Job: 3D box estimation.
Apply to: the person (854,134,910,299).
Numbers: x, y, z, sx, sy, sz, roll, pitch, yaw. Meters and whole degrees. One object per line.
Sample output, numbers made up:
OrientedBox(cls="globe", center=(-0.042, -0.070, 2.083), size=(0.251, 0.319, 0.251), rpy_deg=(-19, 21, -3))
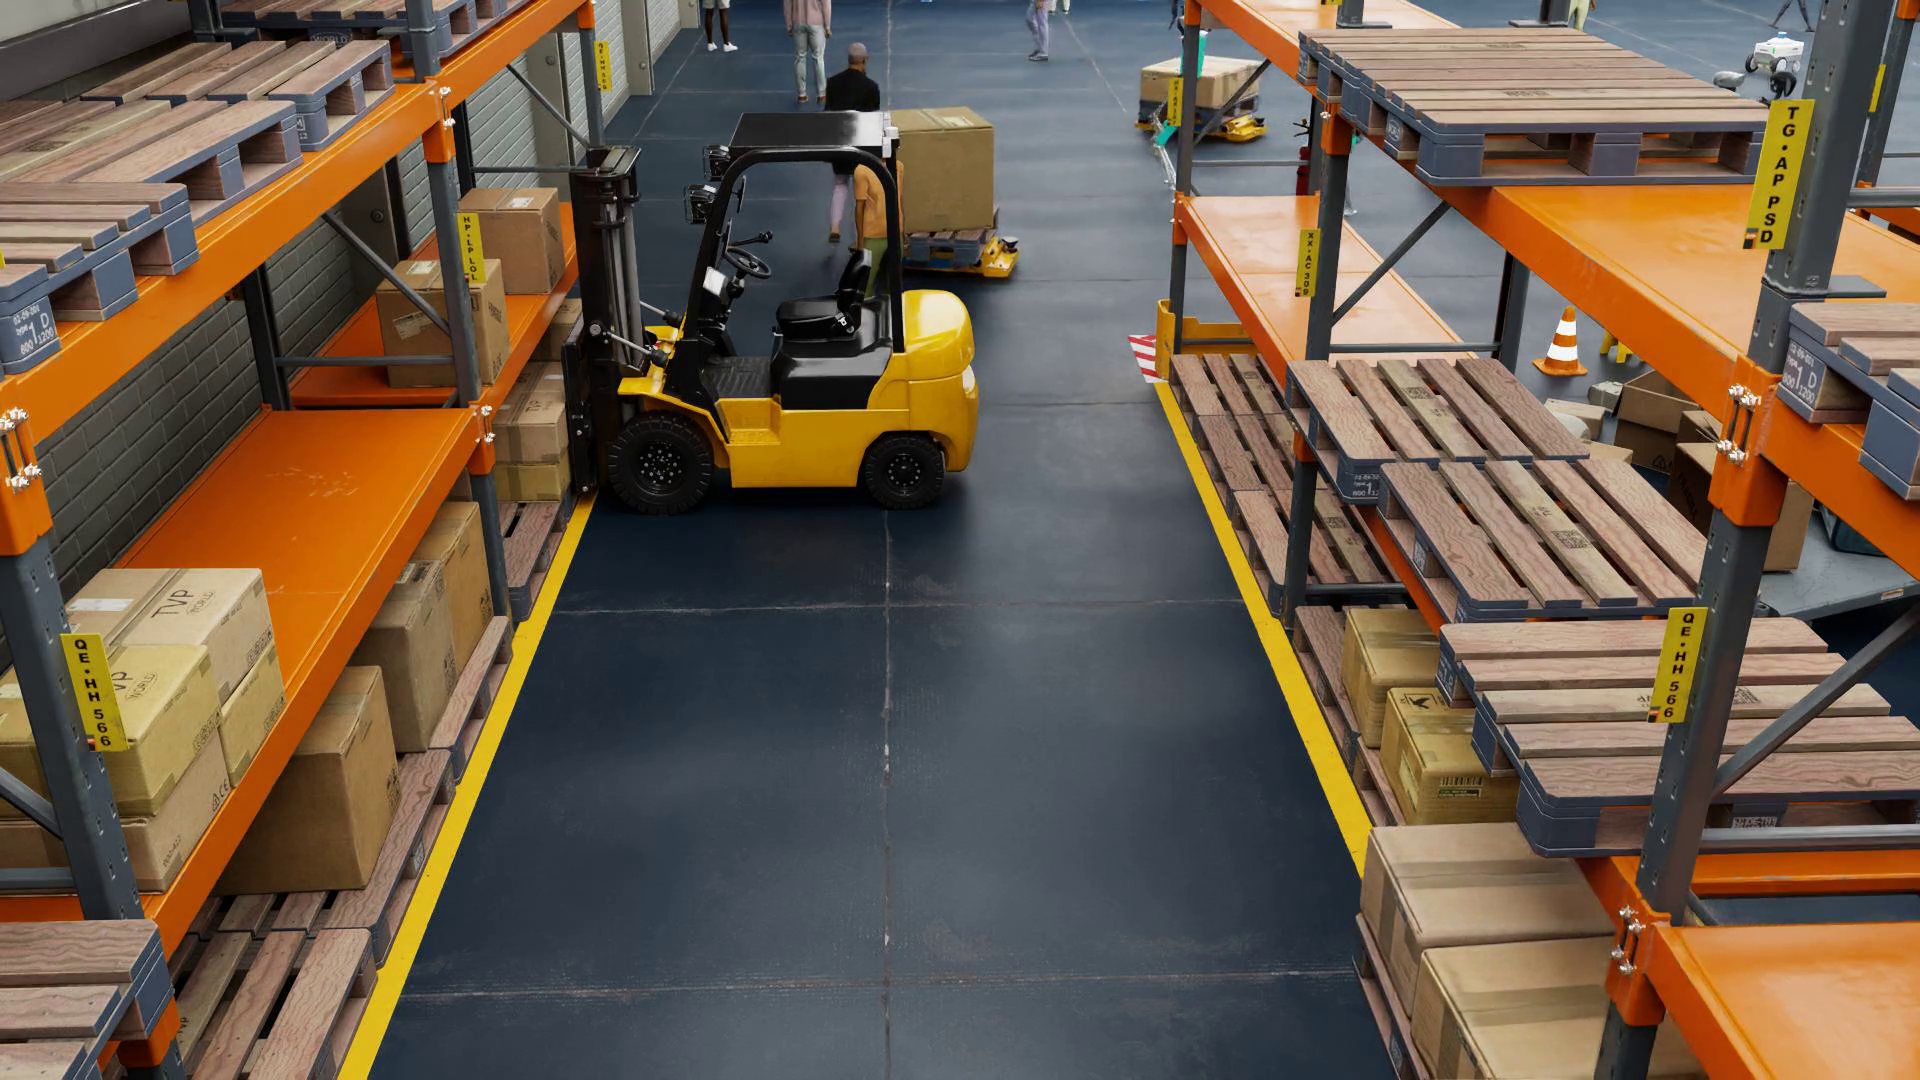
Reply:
OrientedBox(cls="person", center=(-0.576, -2.254, 12.380), size=(0.440, 1.719, 0.344), rpy_deg=(-17, 30, -32))

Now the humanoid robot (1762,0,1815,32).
OrientedBox(cls="humanoid robot", center=(13.598, -9.084, 26.961), size=(0.817, 1.621, 0.604), rpy_deg=(13, 28, 26))

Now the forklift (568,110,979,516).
OrientedBox(cls="forklift", center=(-1.043, -1.379, 9.976), size=(2.313, 2.155, 1.214), rpy_deg=(-1, 25, -2))

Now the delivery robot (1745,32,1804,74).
OrientedBox(cls="delivery robot", center=(11.541, -6.850, 23.497), size=(0.811, 0.614, 0.499), rpy_deg=(-14, 29, -28))

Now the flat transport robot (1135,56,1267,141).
OrientedBox(cls="flat transport robot", center=(2.867, -4.973, 19.835), size=(1.431, 0.231, 0.659), rpy_deg=(16, 29, 30))

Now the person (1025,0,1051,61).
OrientedBox(cls="person", center=(1.169, -7.918, 24.234), size=(0.496, 1.831, 0.604), rpy_deg=(-2, 25, -4))

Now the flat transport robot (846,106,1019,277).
OrientedBox(cls="flat transport robot", center=(-0.234, -2.519, 14.638), size=(1.431, 0.231, 0.659), rpy_deg=(4, 26, 9))

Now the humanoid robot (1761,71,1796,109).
OrientedBox(cls="humanoid robot", center=(7.107, -3.281, 14.625), size=(0.664, 1.631, 0.610), rpy_deg=(11, 27, 22))

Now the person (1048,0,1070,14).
OrientedBox(cls="person", center=(1.716, -10.006, 28.747), size=(0.567, 1.755, 0.319), rpy_deg=(-7, 26, -14))

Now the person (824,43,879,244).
OrientedBox(cls="person", center=(-0.977, -3.487, 14.858), size=(0.575, 1.824, 0.536), rpy_deg=(7, 26, 15))

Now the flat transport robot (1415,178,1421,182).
OrientedBox(cls="flat transport robot", center=(5.554, -3.788, 17.325), size=(1.431, 0.231, 0.659), rpy_deg=(-5, 26, -11))

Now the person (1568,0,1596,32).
OrientedBox(cls="person", center=(8.799, -7.716, 23.746), size=(0.531, 1.893, 0.401), rpy_deg=(2, 25, 4))

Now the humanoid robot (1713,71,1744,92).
OrientedBox(cls="humanoid robot", center=(6.560, -2.979, 13.939), size=(0.805, 1.796, 0.542), rpy_deg=(14, 29, 28))

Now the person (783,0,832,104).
OrientedBox(cls="person", center=(-1.942, -6.571, 21.270), size=(0.627, 1.936, 0.376), rpy_deg=(6, 26, 13))

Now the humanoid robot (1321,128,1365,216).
OrientedBox(cls="humanoid robot", center=(3.610, -3.932, 15.951), size=(0.530, 1.822, 0.759), rpy_deg=(13, 28, 26))

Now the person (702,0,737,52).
OrientedBox(cls="person", center=(-3.699, -8.352, 25.084), size=(0.543, 1.899, 0.379), rpy_deg=(8, 26, 16))

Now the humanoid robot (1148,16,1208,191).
OrientedBox(cls="humanoid robot", center=(2.164, -4.491, 17.100), size=(0.667, 1.799, 0.533), rpy_deg=(9, 27, 18))

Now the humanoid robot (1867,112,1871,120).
OrientedBox(cls="humanoid robot", center=(9.521, -4.709, 17.663), size=(0.697, 1.631, 0.608), rpy_deg=(-12, 28, -24))

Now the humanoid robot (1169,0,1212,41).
OrientedBox(cls="humanoid robot", center=(3.211, -7.265, 23.083), size=(0.599, 1.633, 0.617), rpy_deg=(-3, 25, -7))
